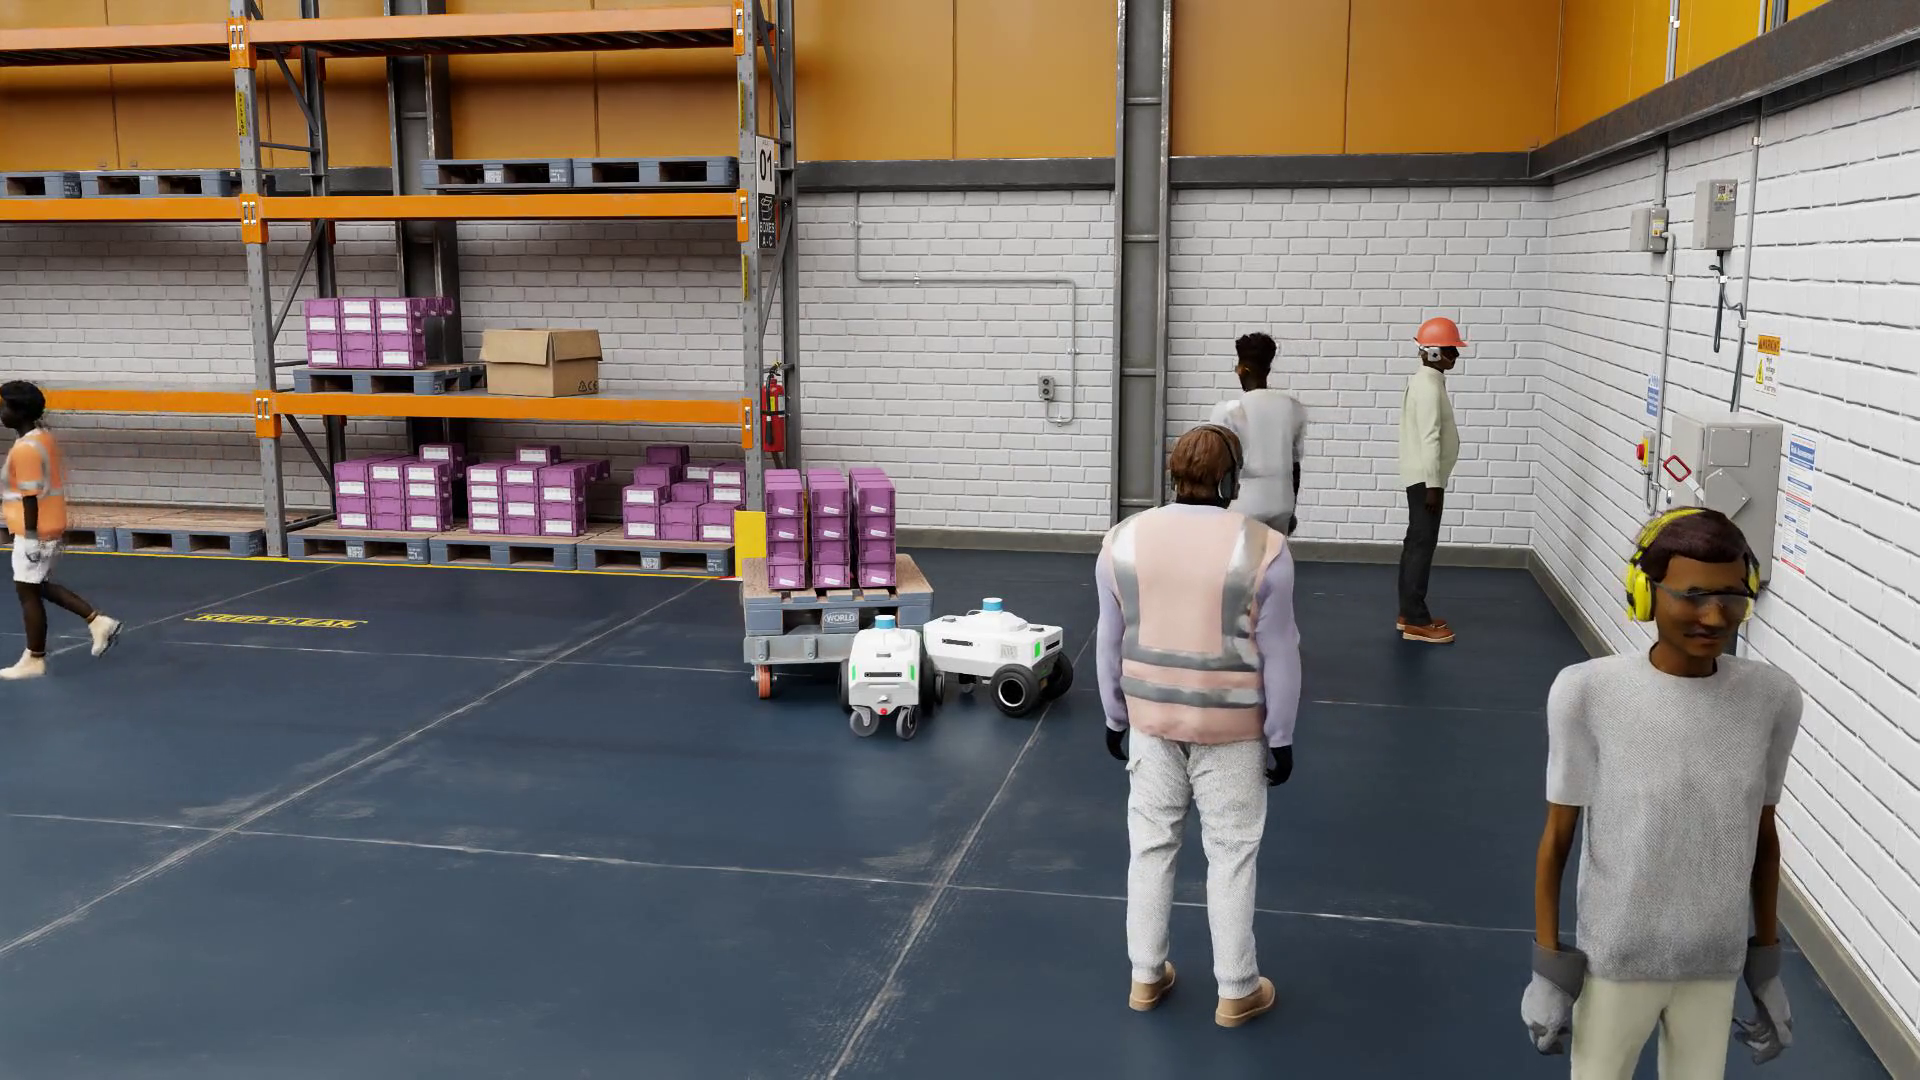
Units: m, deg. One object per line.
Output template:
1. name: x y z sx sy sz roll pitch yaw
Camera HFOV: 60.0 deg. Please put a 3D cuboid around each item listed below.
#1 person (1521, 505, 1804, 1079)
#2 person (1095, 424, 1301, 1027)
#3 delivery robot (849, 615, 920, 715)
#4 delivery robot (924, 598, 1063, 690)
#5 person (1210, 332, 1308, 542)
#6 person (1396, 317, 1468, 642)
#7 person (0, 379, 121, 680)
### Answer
1. person: 1.388 0.855 3.297 0.533 1.861 0.310 0 9 -1
2. person: 0.735 0.563 5.114 0.634 1.841 0.429 5 11 26
3. delivery robot: -0.374 0.621 8.353 0.477 0.478 0.707 0 9 -1
4. delivery robot: 0.170 0.549 8.783 0.707 0.478 0.477 5 11 27
5. person: 1.647 -0.184 9.307 0.613 1.953 0.434 -3 10 -19
6. person: 2.907 -0.375 10.305 0.381 1.994 0.622 2 10 9
7. person: -5.123 -0.060 9.314 0.545 1.684 0.545 -3 10 -18
